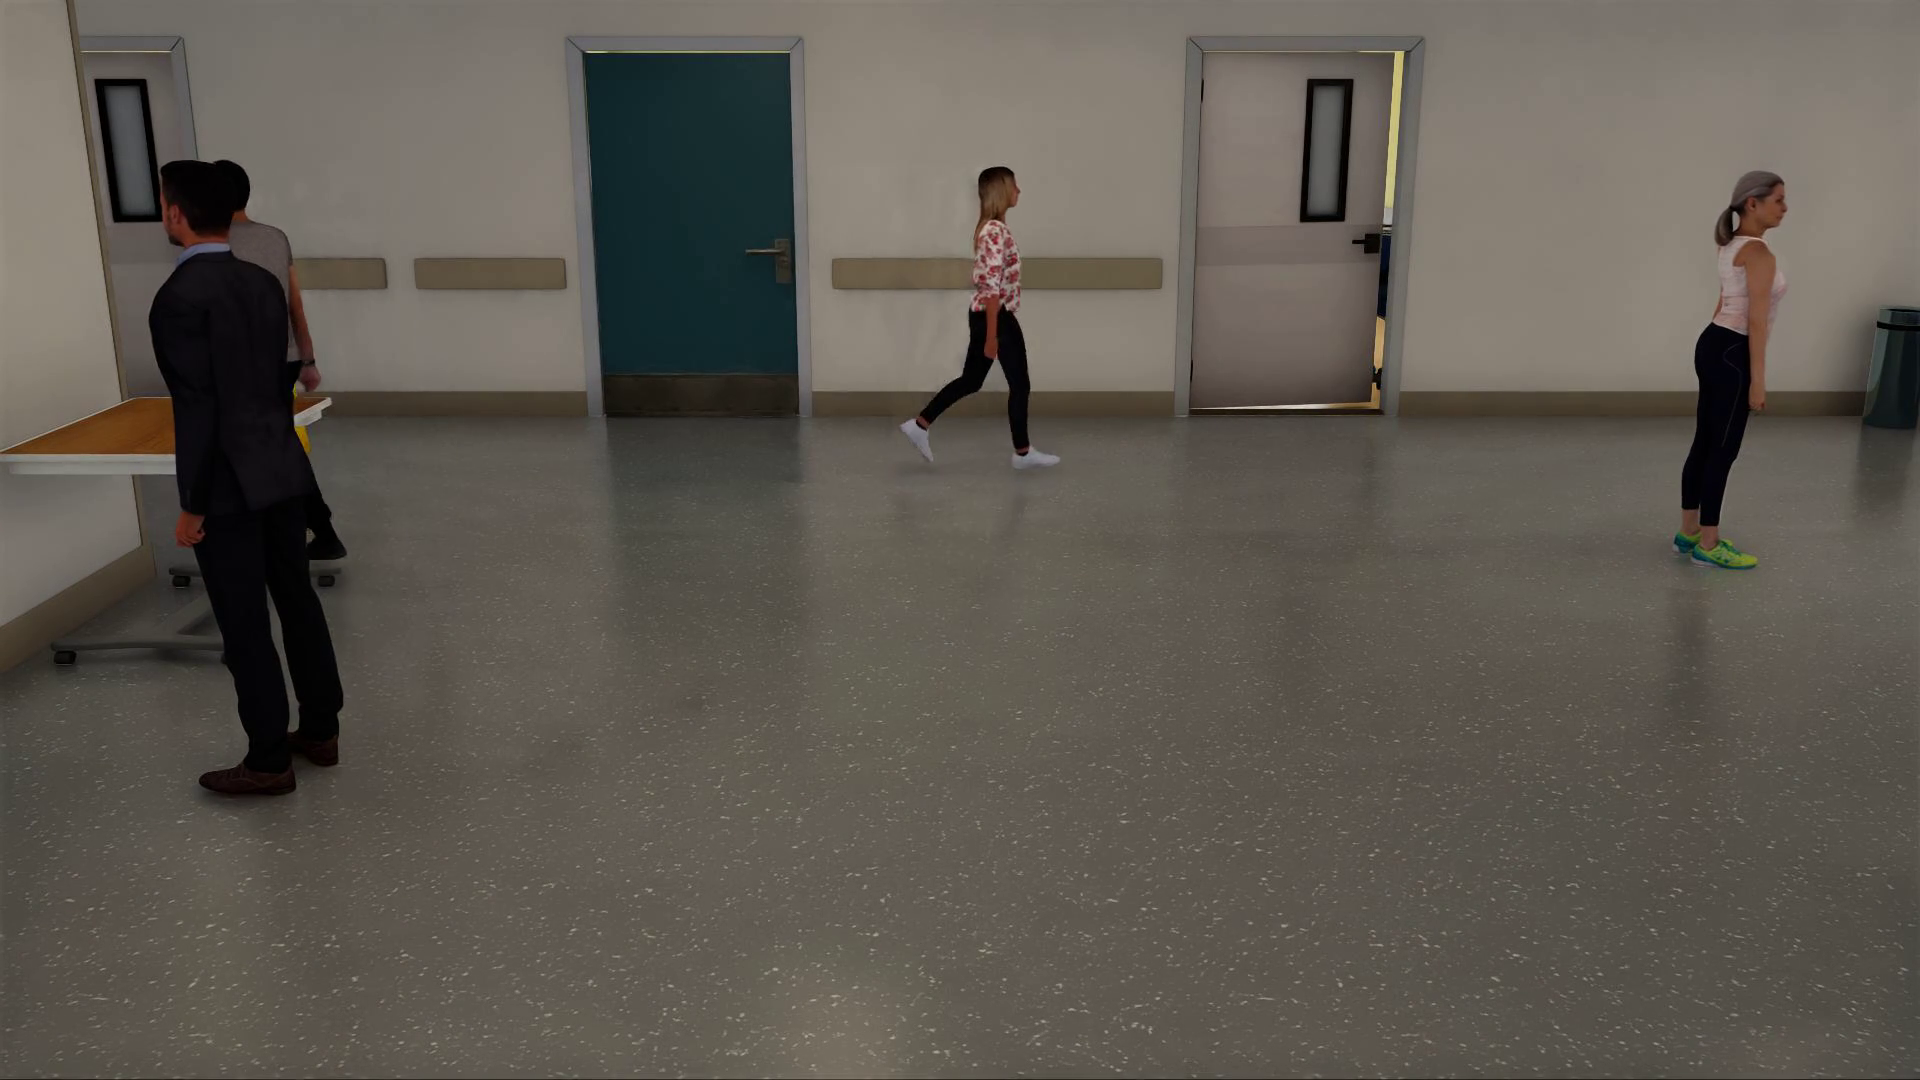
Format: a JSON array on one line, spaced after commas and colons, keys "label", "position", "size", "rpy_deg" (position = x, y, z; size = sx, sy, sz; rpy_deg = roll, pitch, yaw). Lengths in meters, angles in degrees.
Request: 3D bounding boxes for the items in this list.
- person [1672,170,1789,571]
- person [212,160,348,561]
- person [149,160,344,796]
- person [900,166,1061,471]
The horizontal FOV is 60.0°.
[{"label": "person", "position": [3.352, -0.749, 7.265], "size": [0.560, 1.704, 0.619], "rpy_deg": [2, 16, 6]}, {"label": "person", "position": [-2.946, -0.717, 7.148], "size": [1.233, 1.707, 0.895], "rpy_deg": [6, 17, 22]}, {"label": "person", "position": [-2.129, -0.169, 4.910], "size": [0.668, 1.866, 0.695], "rpy_deg": [4, 16, 15]}, {"label": "person", "position": [0.085, -1.141, 8.846], "size": [1.109, 1.602, 0.669], "rpy_deg": [-2, 16, -7]}]
